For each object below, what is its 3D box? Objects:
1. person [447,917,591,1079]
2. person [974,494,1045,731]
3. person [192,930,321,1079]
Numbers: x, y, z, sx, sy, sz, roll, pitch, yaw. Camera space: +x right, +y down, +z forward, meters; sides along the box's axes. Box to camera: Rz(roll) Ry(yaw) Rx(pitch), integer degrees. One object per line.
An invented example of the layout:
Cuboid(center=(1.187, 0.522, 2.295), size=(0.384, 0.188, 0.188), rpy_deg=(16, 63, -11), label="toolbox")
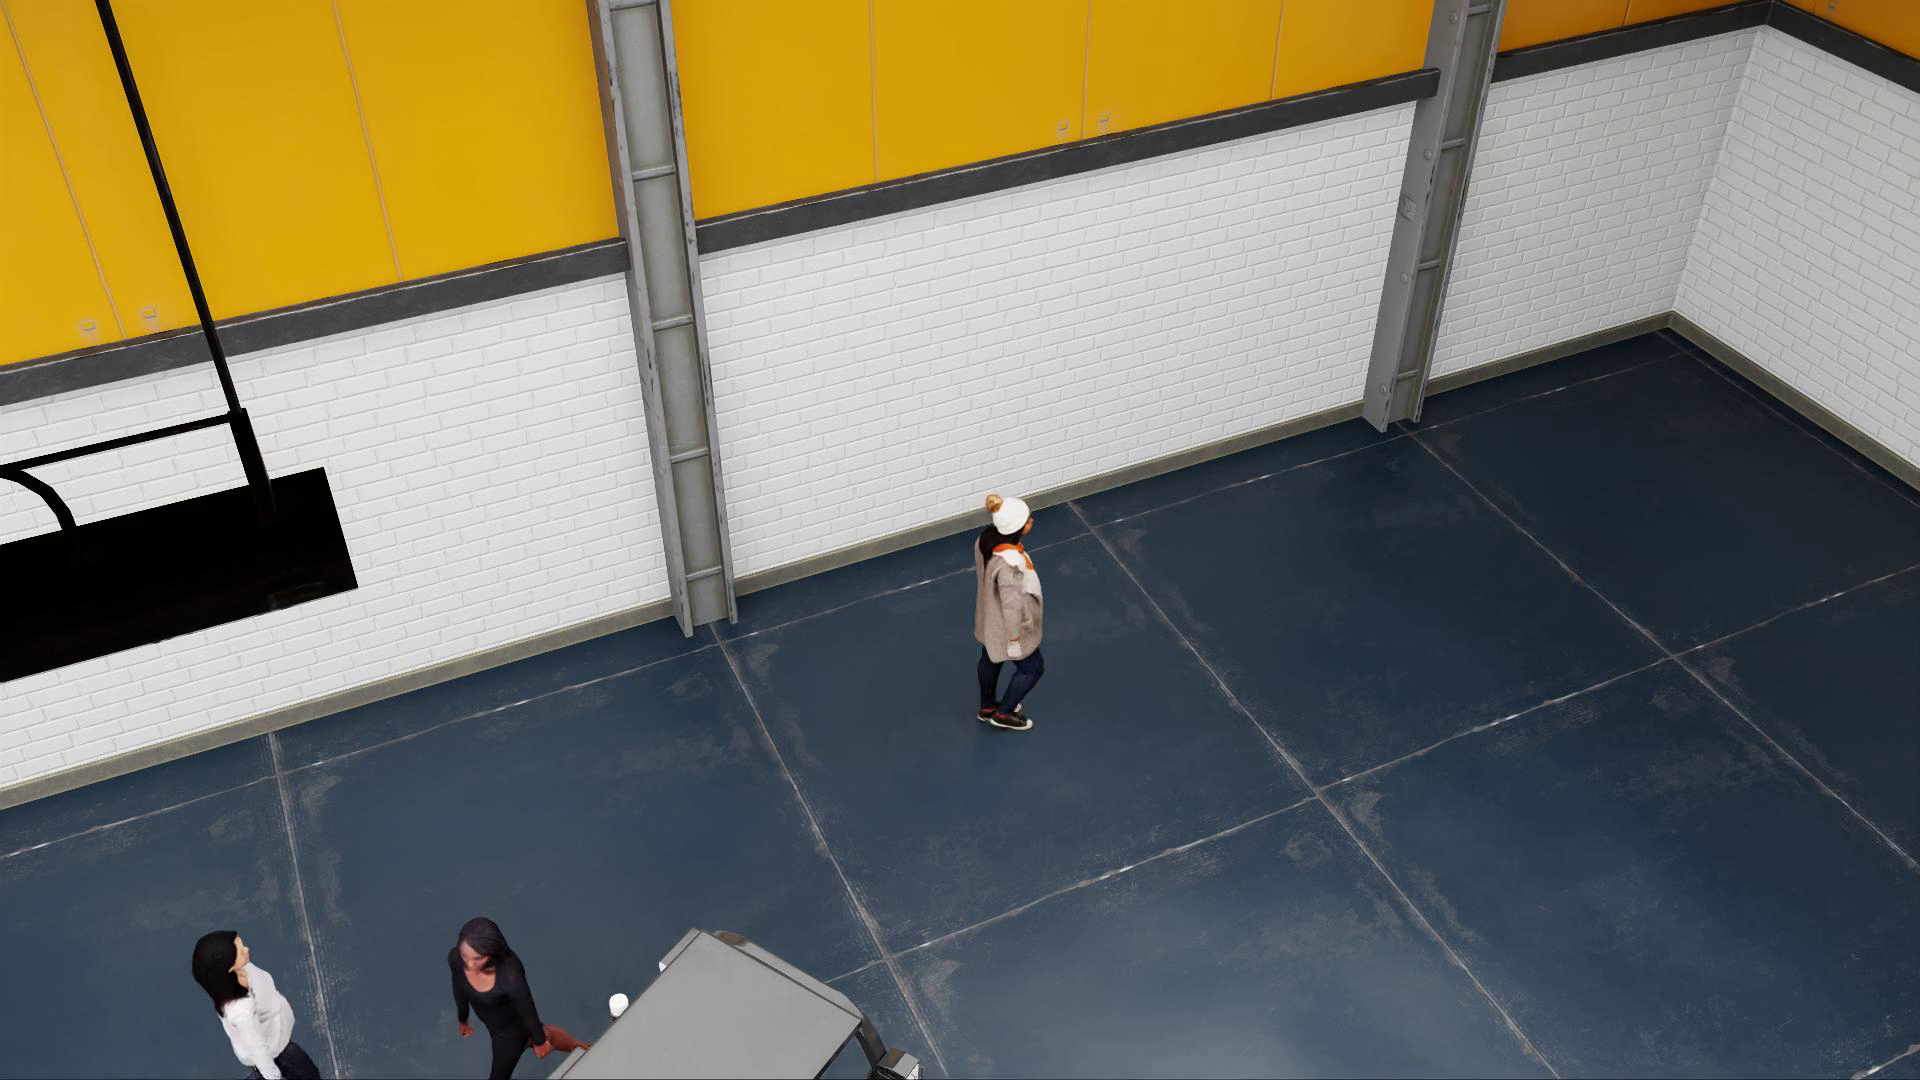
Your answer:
Cuboid(center=(-2.203, 2.392, 8.330), size=(1.035, 1.669, 1.278), rpy_deg=(25, 45, 28), label="person")
Cuboid(center=(0.195, 0.490, 10.541), size=(0.668, 1.881, 0.724), rpy_deg=(-12, 40, -15), label="person")
Cuboid(center=(-3.514, 2.504, 8.183), size=(1.062, 1.678, 0.765), rpy_deg=(-26, 45, -29), label="person")
